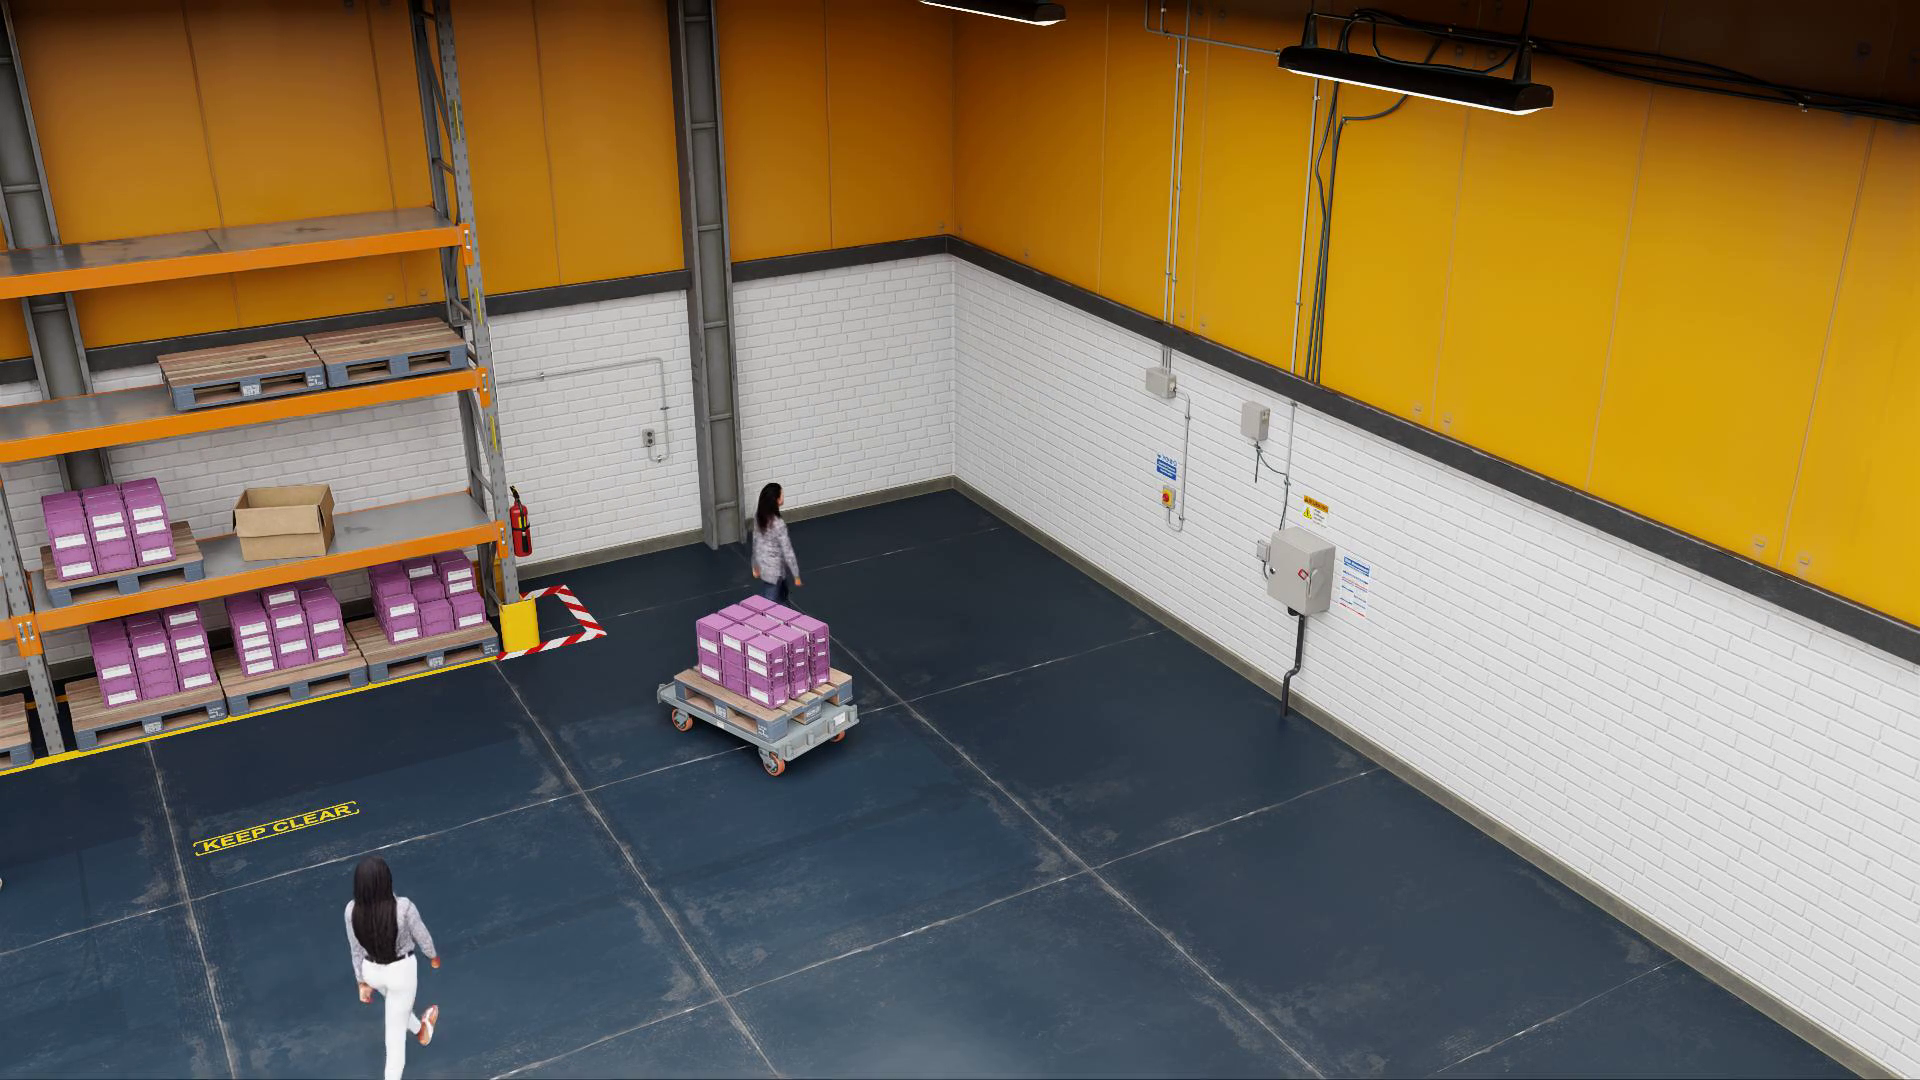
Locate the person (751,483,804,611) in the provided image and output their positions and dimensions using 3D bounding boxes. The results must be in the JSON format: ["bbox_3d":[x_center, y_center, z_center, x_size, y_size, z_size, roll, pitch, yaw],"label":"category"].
[{"bbox_3d":[-1.832,0.313,15.552,1.057,1.700,0.753,-18,29,-35],"label":"person"}]

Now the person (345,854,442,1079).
[{"bbox_3d":[-3.463,2.740,10.052,1.191,1.659,1.144,3,24,6],"label":"person"}]
